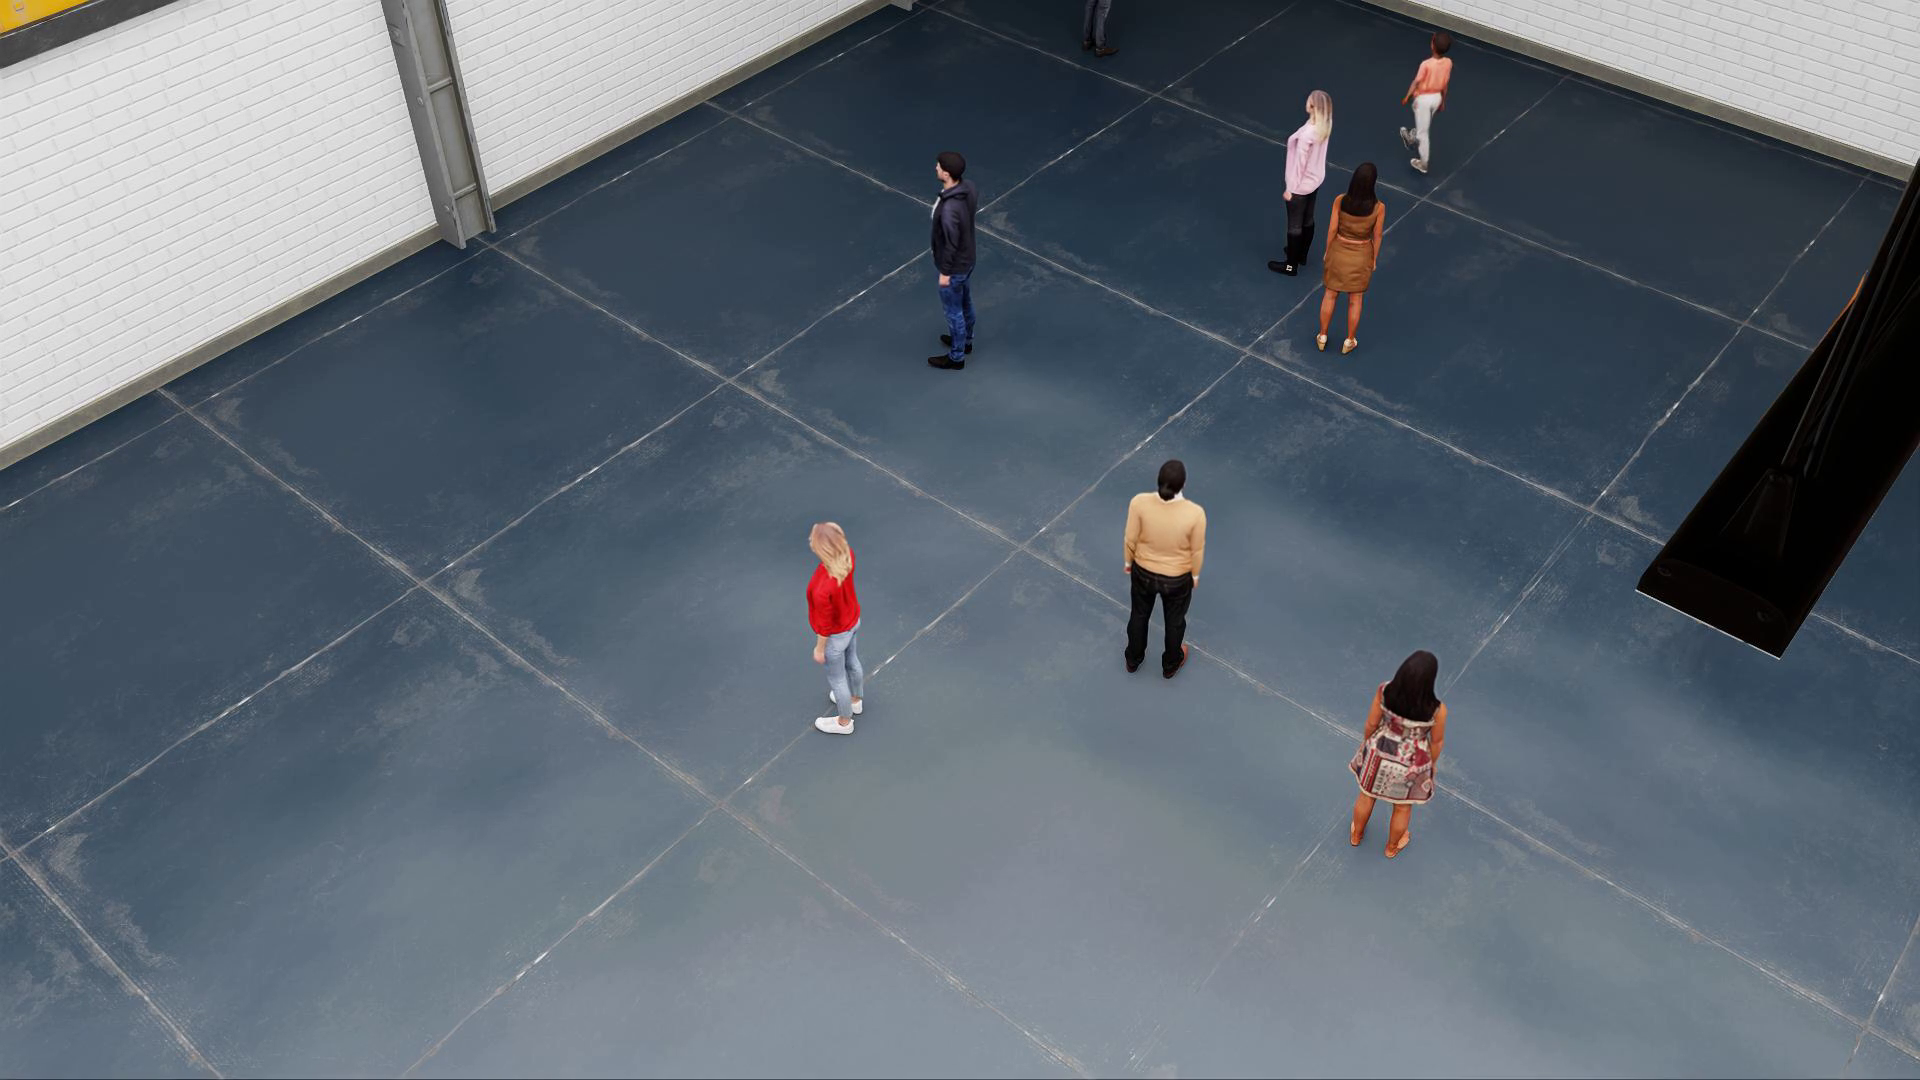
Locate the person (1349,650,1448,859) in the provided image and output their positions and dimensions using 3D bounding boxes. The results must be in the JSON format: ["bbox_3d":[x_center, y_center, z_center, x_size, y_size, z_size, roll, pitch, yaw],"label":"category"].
[{"bbox_3d":[2.503,1.226,9.521,0.696,1.645,0.609,19,47,19],"label":"person"}]

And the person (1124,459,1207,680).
[{"bbox_3d":[1.278,0.186,10.533,0.738,1.754,0.721,11,45,12],"label":"person"}]

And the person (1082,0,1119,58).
[{"bbox_3d":[1.421,-5.758,16.753,0.625,1.781,0.705,-25,49,-24],"label":"person"}]

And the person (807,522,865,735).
[{"bbox_3d":[-0.753,0.548,10.202,0.737,1.687,0.569,14,45,14],"label":"person"}]

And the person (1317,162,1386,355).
[{"bbox_3d":[3.066,-2.213,13.099,0.635,1.688,0.625,13,45,13],"label":"person"}]

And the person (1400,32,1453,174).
[{"bbox_3d":[4.322,-3.994,15.263,0.878,1.281,0.843,-13,45,-13],"label":"person"}]

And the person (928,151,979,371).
[{"bbox_3d":[-0.029,-2.168,12.904,0.811,1.894,0.649,13,45,13],"label":"person"}]

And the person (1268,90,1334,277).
[{"bbox_3d":[2.896,-2.995,13.920,0.652,1.689,0.471,29,51,27],"label":"person"}]
